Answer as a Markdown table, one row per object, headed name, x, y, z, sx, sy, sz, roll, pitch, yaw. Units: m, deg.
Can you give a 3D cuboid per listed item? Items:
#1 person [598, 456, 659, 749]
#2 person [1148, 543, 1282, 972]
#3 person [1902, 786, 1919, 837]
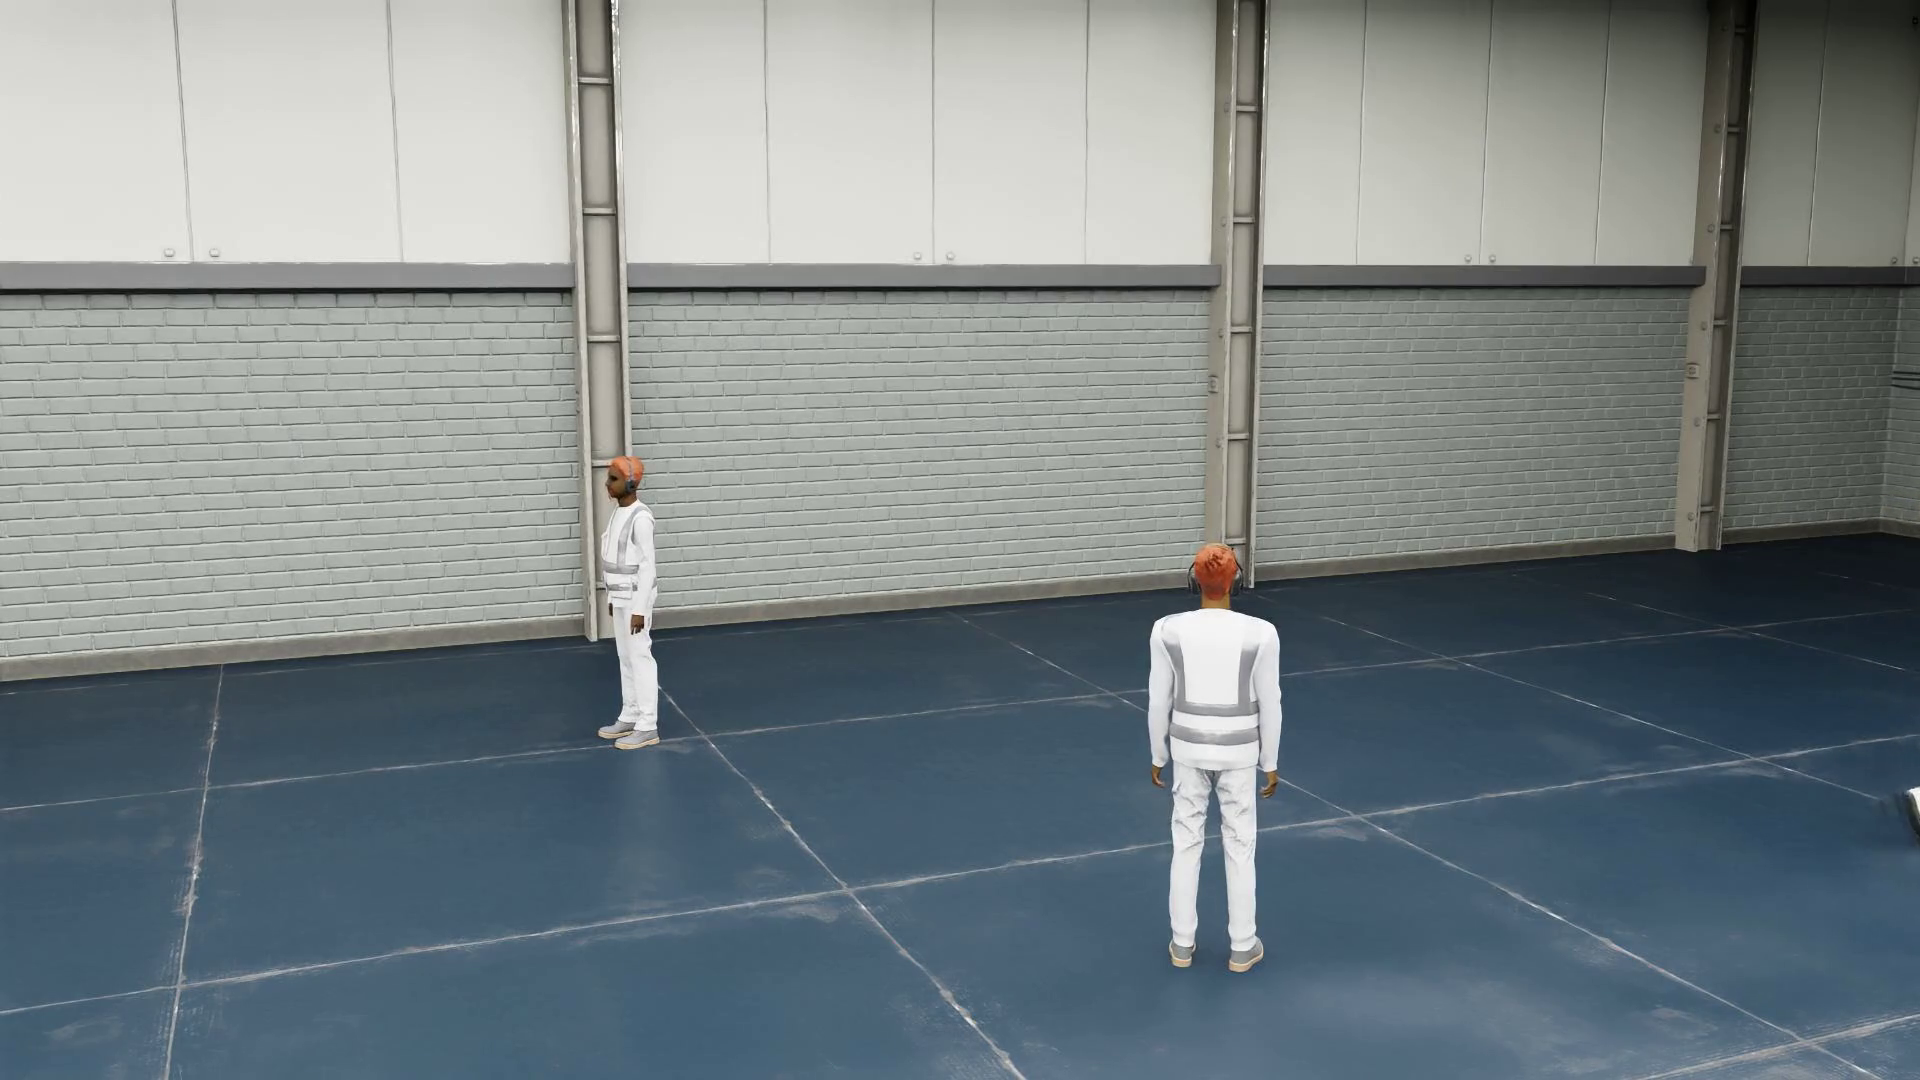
| name | x | y | z | sx | sy | sz | roll | pitch | yaw |
| --- | --- | --- | --- | --- | --- | --- | --- | --- | --- |
| person | -2.136 | 0.396 | 10.722 | 0.355 | 1.885 | 0.575 | -5 | 10 | -30 |
| person | 1.110 | 0.947 | 7.260 | 0.573 | 1.885 | 0.355 | 3 | 9 | 15 |
| person | 5.366 | 0.732 | 8.549 | 0.712 | 1.911 | 0.591 | 1 | 9 | 8 |
